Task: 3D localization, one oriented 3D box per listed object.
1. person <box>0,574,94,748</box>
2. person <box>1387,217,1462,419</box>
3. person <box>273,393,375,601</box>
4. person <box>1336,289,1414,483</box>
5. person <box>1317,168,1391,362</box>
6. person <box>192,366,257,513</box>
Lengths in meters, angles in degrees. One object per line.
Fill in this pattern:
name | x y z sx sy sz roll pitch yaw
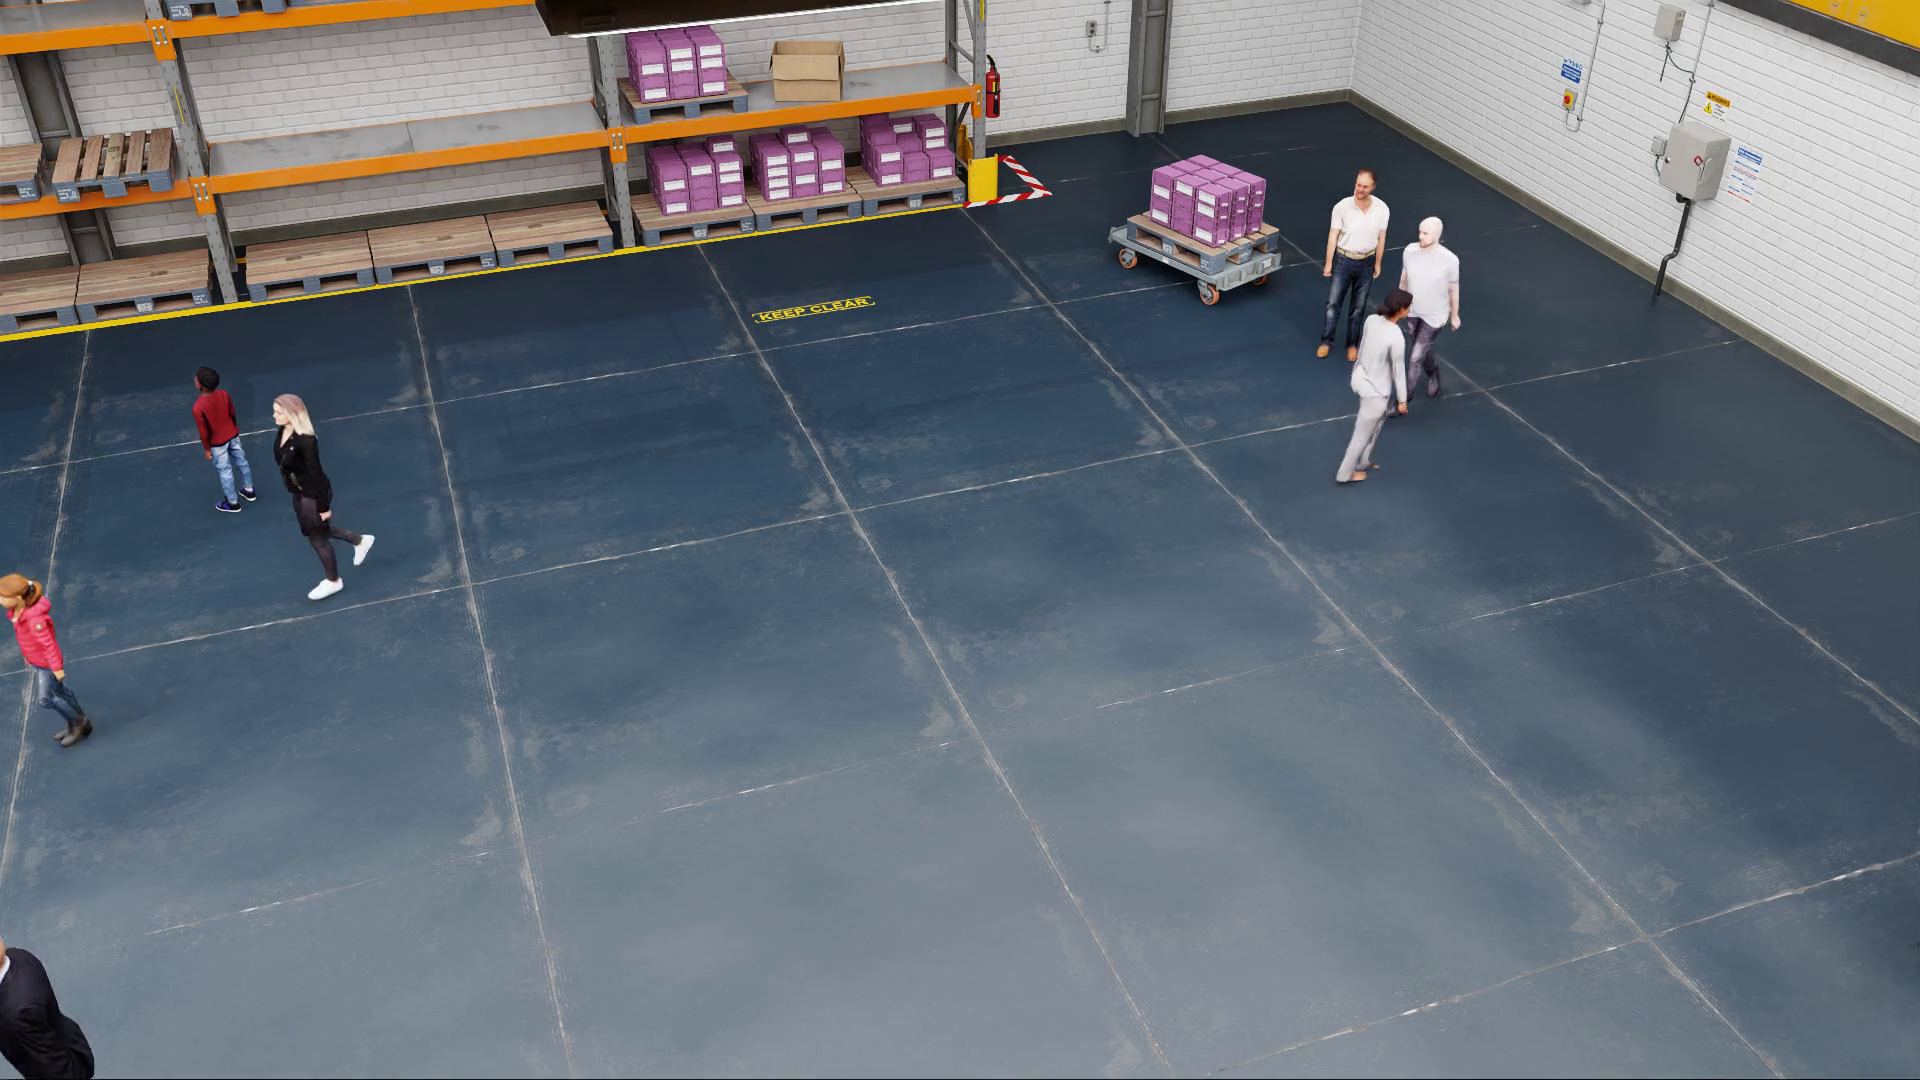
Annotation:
person | -5.849 0.748 10.754 0.613 1.308 0.631 27 42 35
person | 4.102 -1.959 14.400 1.310 1.781 0.993 -29 43 -36
person | -4.627 -0.356 12.087 0.920 1.672 0.782 -26 42 -34
person | 3.232 -1.198 13.318 0.663 1.711 0.680 -11 35 -15
person | 3.611 -2.543 15.216 0.699 1.851 0.808 8 34 11
person | -5.838 -0.815 13.153 0.651 1.255 0.589 15 37 22
